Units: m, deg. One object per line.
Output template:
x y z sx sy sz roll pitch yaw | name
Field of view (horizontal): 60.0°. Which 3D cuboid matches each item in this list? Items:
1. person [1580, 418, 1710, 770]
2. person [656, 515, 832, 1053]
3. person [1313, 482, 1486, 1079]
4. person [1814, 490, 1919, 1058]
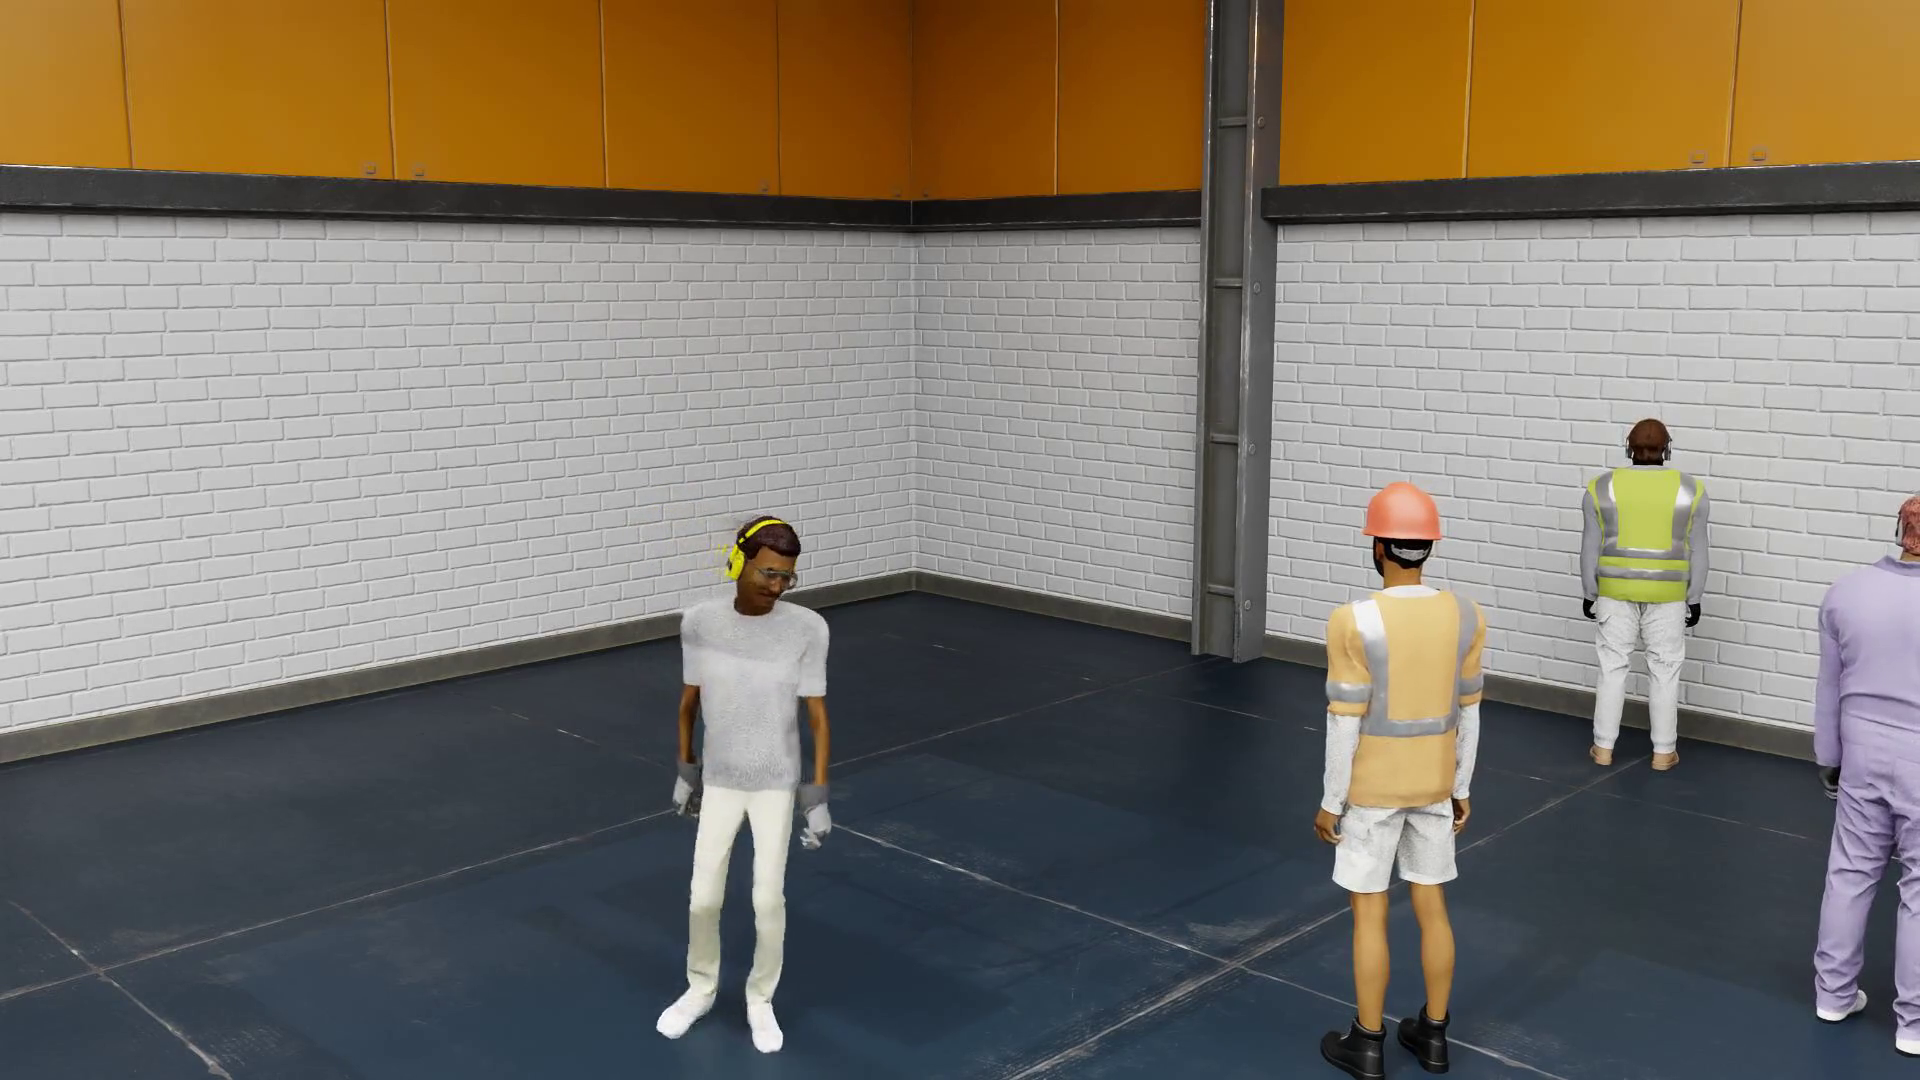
3.560 0.283 8.693 0.627 1.843 0.429 4 10 22 | person
-0.692 0.811 5.486 0.570 1.830 0.459 1 9 4 | person
1.392 0.777 5.363 0.552 1.934 0.373 -3 10 -16 | person
3.191 0.763 5.577 0.399 1.900 0.644 -5 10 -28 | person
